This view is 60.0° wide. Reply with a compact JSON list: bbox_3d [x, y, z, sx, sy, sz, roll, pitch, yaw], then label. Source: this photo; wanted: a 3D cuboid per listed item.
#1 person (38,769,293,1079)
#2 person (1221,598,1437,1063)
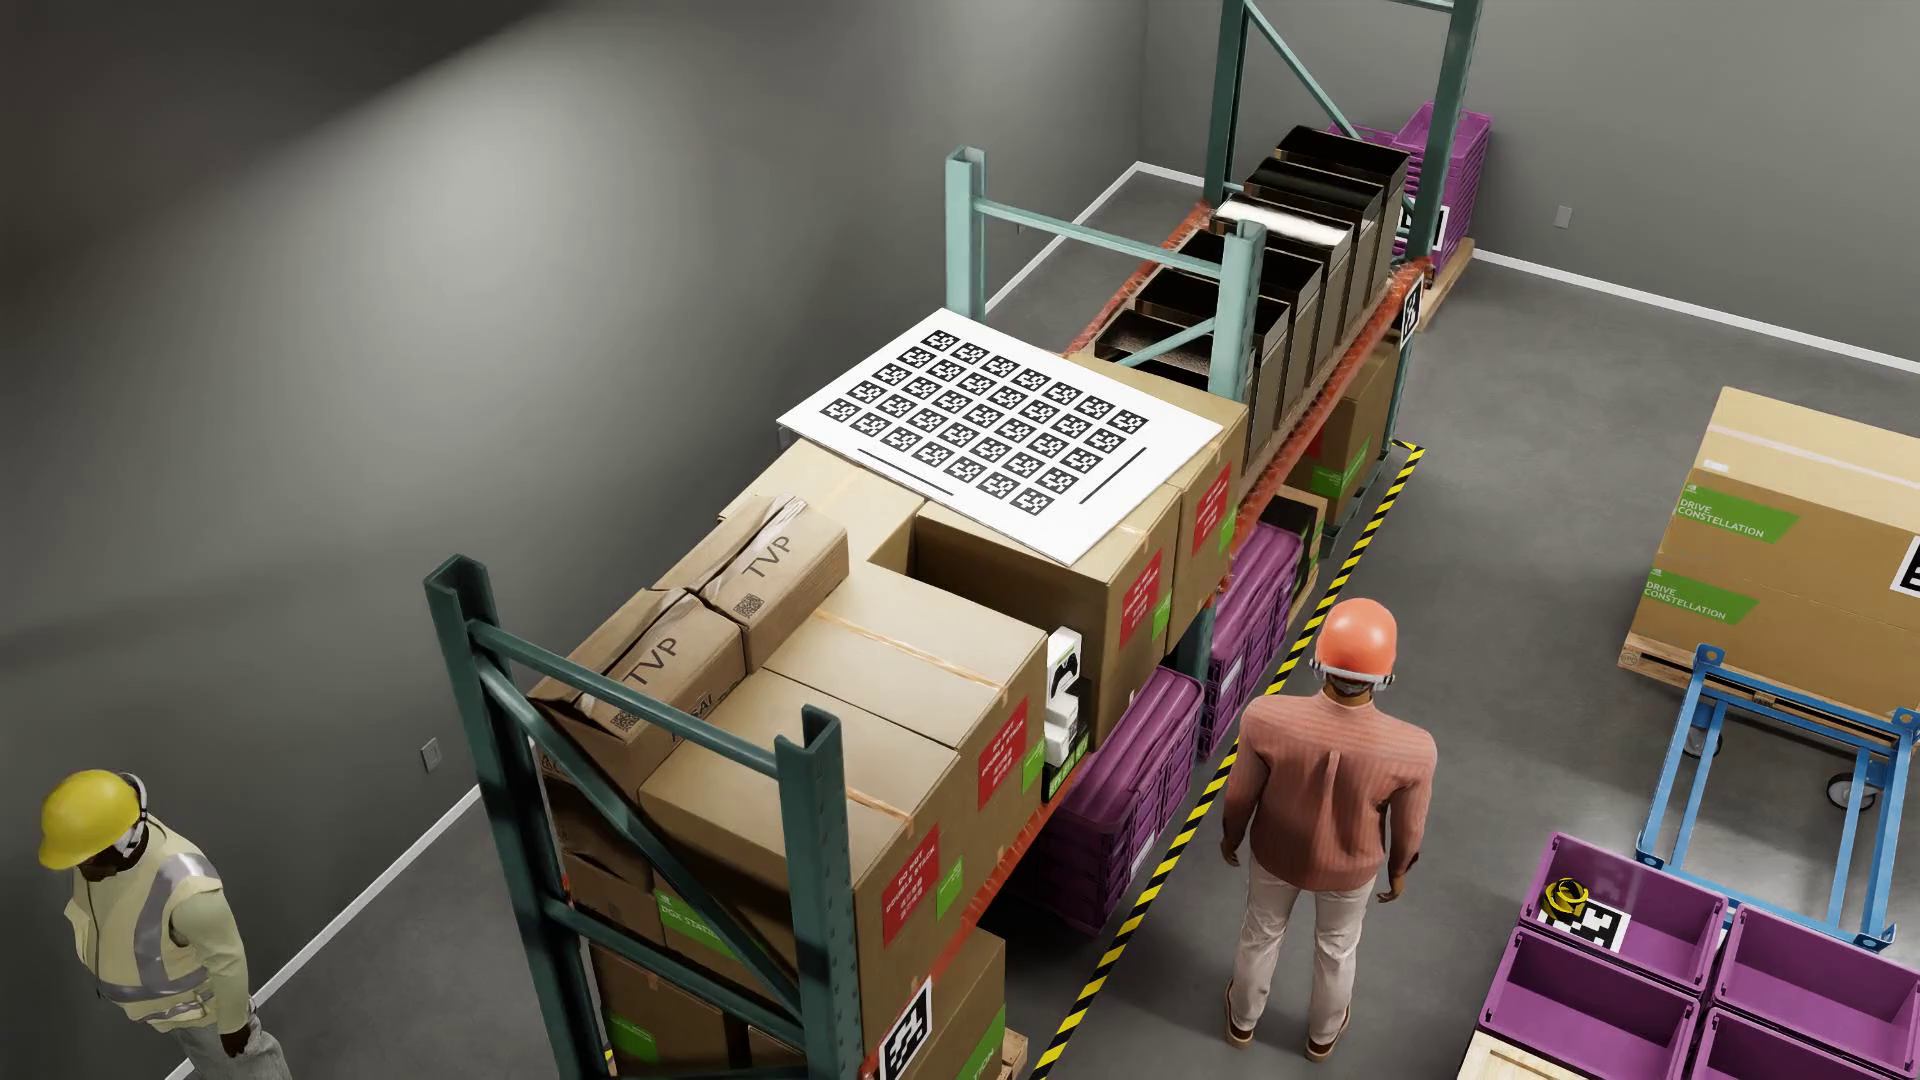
[{"bbox_3d":[-2.395,1.339,5.086,0.587,1.828,0.404,22,45,24],"label":"person"},{"bbox_3d":[1.157,0.979,5.388,0.624,1.991,0.394,10,41,12],"label":"person"}]
